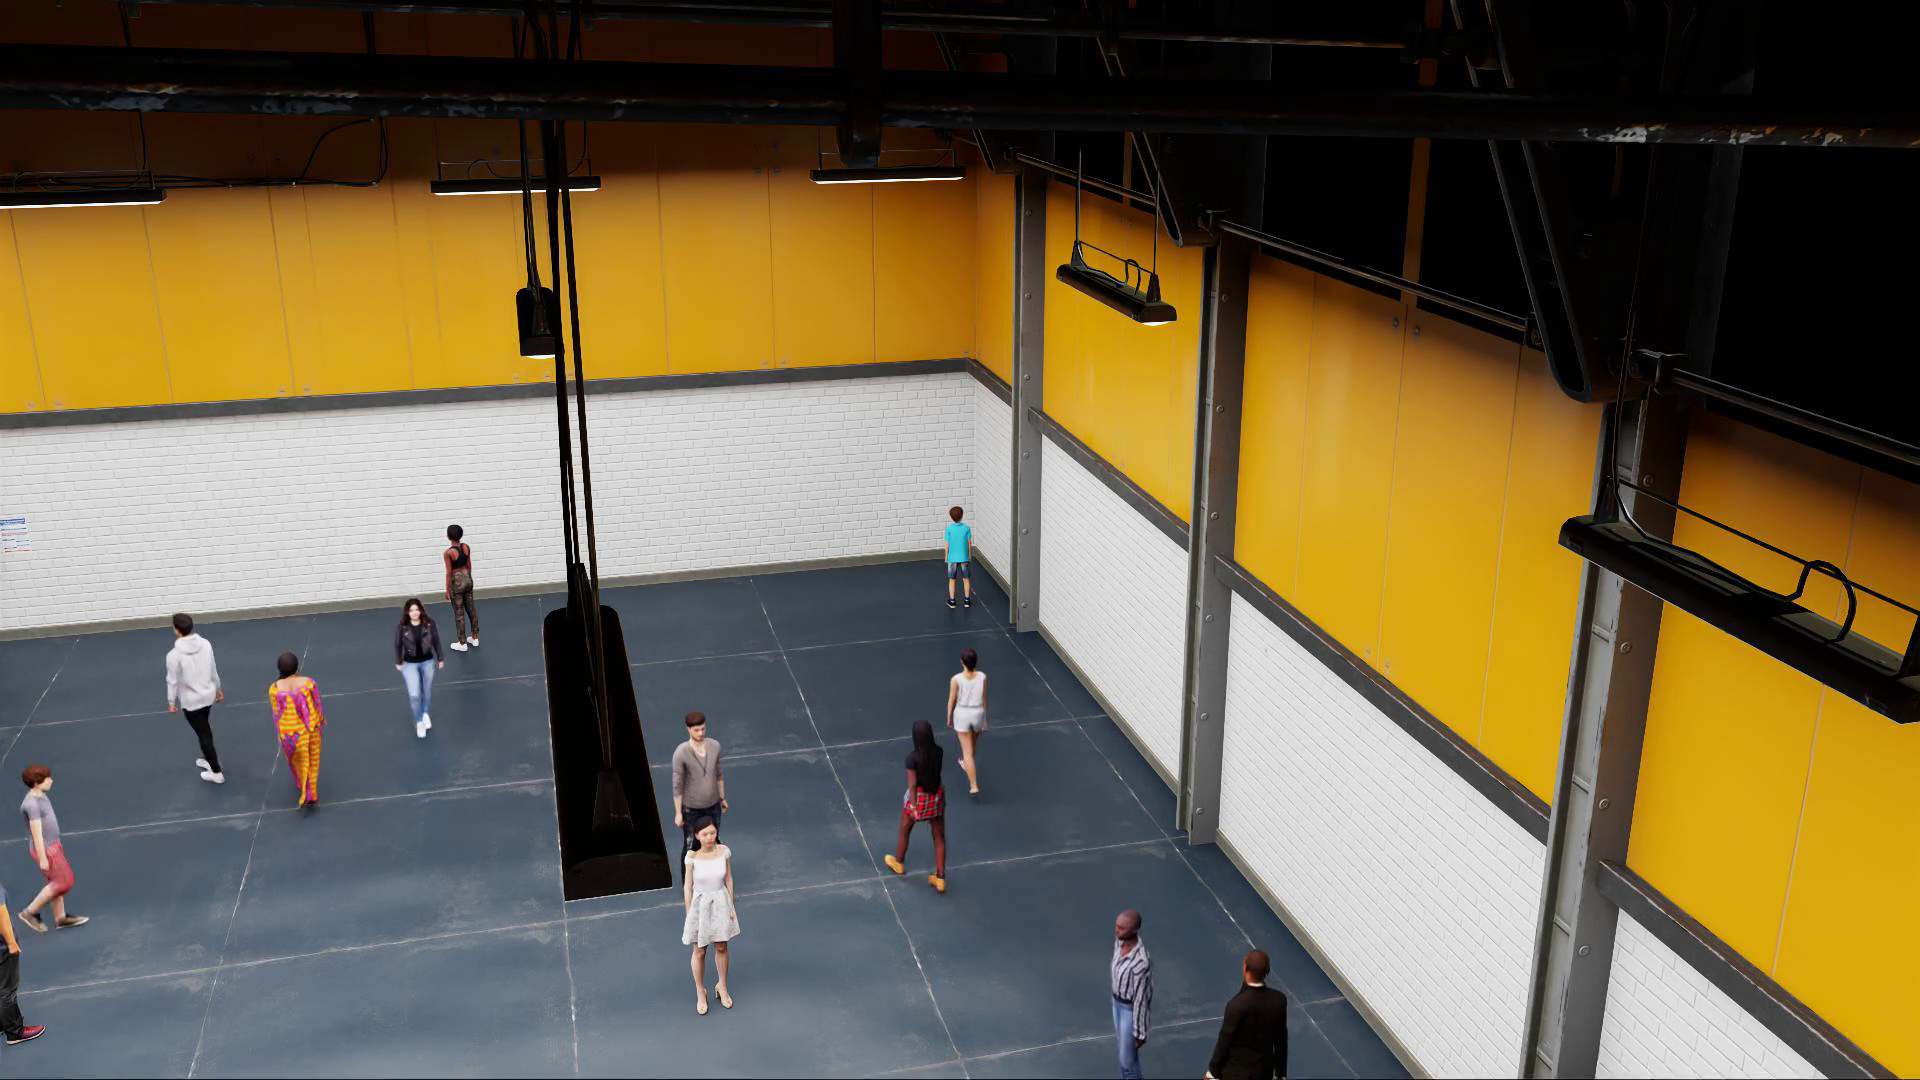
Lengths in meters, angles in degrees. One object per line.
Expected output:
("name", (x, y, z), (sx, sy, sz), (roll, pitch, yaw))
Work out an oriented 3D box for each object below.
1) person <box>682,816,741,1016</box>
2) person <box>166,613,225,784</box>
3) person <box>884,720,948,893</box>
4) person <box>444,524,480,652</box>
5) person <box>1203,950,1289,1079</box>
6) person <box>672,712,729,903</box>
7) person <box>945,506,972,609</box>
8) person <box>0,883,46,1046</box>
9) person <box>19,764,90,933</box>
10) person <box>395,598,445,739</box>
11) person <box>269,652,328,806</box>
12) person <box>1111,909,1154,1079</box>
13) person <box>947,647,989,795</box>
("person", (-2.092, 3.126, 13.904), (0.680, 1.772, 0.673), (-8, 20, -22))
("person", (-8.132, 1.717, 17.879), (1.016, 1.905, 0.955), (11, 21, 29))
("person", (-0.267, 2.543, 15.758), (0.817, 1.693, 1.068), (-12, 22, -32))
("person", (-6.465, 0.597, 21.527), (0.711, 1.700, 0.663), (13, 22, 33))
("person", (2.077, 3.828, 11.683), (1.000, 1.860, 1.390), (-13, 23, -34))
("person", (-2.443, 2.480, 15.616), (0.768, 1.903, 0.700), (-13, 23, -34))
("person", (-0.019, 0.228, 23.018), (0.550, 1.448, 0.527), (-2, 19, -6))
("person", (-7.855, 3.236, 13.519), (0.708, 1.809, 0.787), (12, 22, 32))
("person", (-8.349, 2.817, 15.030), (0.671, 1.639, 0.694), (-6, 19, -17))
("person", (-6.268, 1.417, 19.221), (0.755, 1.618, 0.836), (-10, 21, -27))
("person", (-6.943, 1.986, 17.482), (0.705, 1.649, 1.180), (-3, 19, -10))
("person", (1.303, 3.571, 12.556), (0.700, 1.789, 0.469), (-5, 19, -13))
("person", (0.118, 1.950, 17.714), (0.580, 1.568, 1.092), (-5, 19, -13))
